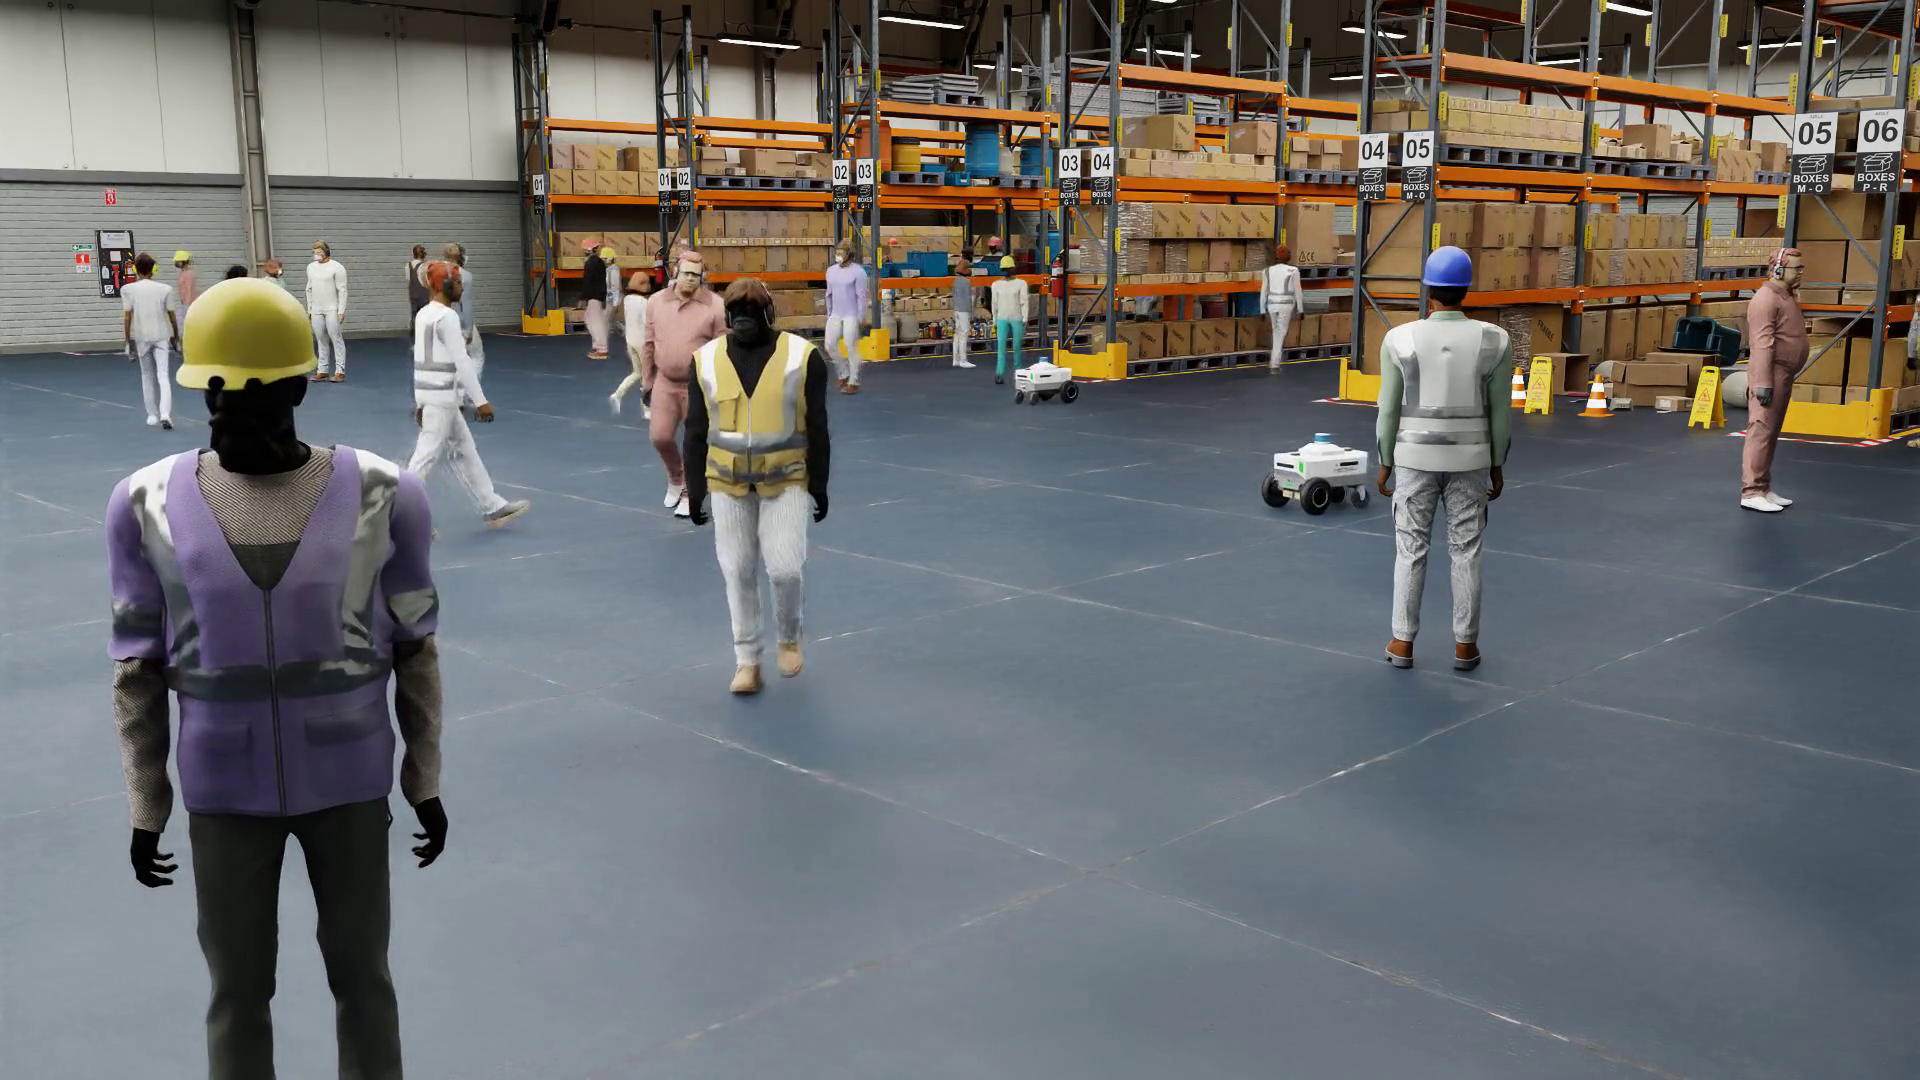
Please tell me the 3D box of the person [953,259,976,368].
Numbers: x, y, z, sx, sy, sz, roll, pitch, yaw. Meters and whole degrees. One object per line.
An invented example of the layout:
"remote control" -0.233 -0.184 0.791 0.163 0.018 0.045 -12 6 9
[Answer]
"person" 0.052 -3.455 25.380 0.266 1.631 0.507 -5 11 -25

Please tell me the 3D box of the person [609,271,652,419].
"person" -3.529 -2.118 18.134 0.550 1.613 0.511 -9 14 -41

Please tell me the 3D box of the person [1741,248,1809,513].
"person" 5.977 -1.172 12.186 0.409 1.907 0.650 8 13 36

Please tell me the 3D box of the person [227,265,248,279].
"person" -7.822 -2.138 18.087 0.536 1.678 0.511 6 12 29

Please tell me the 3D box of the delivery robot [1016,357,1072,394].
"delivery robot" 1.008 -1.964 20.054 0.707 0.478 0.477 -8 13 -39

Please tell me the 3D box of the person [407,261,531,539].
"person" -3.387 -0.931 11.086 1.002 1.828 0.595 -6 12 -30

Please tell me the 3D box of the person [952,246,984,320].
"person" 0.174 -4.603 31.197 0.642 1.805 0.943 7 13 34

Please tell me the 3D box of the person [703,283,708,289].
"person" -5.398 -5.318 34.419 0.388 2.045 0.605 -5 12 -27

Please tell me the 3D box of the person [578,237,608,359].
"person" -6.016 -3.942 27.106 0.602 1.972 0.625 1 10 6

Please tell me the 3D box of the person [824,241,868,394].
"person" -1.464 -2.820 21.129 0.662 1.920 0.463 7 12 33

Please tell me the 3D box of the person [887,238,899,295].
"person" -1.558 -5.983 38.332 0.544 1.939 0.354 9 14 42

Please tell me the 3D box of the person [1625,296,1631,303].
"person" 15.743 -6.062 38.754 0.349 1.942 0.545 -7 13 -34

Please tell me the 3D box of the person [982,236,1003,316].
"person" 0.727 -5.219 34.041 0.639 1.980 0.506 10 14 43

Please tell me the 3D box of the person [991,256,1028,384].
"person" 0.687 -3.023 22.778 0.532 1.724 0.892 2 11 11

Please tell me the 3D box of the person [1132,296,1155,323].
"person" 3.226 -4.198 28.648 0.554 1.921 0.560 -6 12 -29

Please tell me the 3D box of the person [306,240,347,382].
"person" -8.707 -3.143 22.861 0.627 1.935 0.371 3 11 18

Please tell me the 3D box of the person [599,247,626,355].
"person" -5.840 -4.045 28.126 0.783 1.806 0.604 -4 11 -19

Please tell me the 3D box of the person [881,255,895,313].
"person" -1.379 -4.451 30.794 0.312 1.639 0.518 -9 14 -39

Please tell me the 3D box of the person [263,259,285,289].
"person" -10.973 -3.672 26.589 0.652 1.613 0.507 3 11 17

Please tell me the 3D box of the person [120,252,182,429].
"person" -8.467 -2.094 17.429 0.538 1.835 0.927 -5 11 -23

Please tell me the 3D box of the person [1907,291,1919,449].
"person" 9.396 -1.786 15.850 0.914 1.799 0.630 -5 12 -26

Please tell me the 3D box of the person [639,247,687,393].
"person" -3.462 -2.686 20.584 0.999 1.855 0.640 -8 13 -38

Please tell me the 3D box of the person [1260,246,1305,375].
"person" 4.728 -3.345 24.215 0.583 1.838 0.941 9 13 39

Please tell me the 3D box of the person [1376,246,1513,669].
"person" 2.233 -0.374 7.713 0.605 1.951 0.381 2 11 11

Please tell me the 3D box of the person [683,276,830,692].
"person" -0.896 -0.235 7.295 0.648 1.824 0.453 1 10 4

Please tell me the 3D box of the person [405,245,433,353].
"person" -9.254 -4.133 28.522 0.506 1.840 0.336 3 11 18

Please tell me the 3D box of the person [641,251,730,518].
"person" -1.964 -1.101 11.851 0.676 1.885 0.418 2 11 9

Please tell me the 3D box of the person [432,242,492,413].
"person" -5.679 -2.417 18.937 0.644 1.917 0.688 5 11 24

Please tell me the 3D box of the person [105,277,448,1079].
"person" -1.301 0.463 3.220 0.593 1.922 0.383 -3 11 -16

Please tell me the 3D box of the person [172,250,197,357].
"person" -12.578 -3.815 26.999 0.427 1.749 0.559 -7 13 -34

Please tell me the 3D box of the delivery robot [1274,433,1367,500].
"delivery robot" 2.675 -0.546 12.322 0.707 0.478 0.477 -6 12 -31
